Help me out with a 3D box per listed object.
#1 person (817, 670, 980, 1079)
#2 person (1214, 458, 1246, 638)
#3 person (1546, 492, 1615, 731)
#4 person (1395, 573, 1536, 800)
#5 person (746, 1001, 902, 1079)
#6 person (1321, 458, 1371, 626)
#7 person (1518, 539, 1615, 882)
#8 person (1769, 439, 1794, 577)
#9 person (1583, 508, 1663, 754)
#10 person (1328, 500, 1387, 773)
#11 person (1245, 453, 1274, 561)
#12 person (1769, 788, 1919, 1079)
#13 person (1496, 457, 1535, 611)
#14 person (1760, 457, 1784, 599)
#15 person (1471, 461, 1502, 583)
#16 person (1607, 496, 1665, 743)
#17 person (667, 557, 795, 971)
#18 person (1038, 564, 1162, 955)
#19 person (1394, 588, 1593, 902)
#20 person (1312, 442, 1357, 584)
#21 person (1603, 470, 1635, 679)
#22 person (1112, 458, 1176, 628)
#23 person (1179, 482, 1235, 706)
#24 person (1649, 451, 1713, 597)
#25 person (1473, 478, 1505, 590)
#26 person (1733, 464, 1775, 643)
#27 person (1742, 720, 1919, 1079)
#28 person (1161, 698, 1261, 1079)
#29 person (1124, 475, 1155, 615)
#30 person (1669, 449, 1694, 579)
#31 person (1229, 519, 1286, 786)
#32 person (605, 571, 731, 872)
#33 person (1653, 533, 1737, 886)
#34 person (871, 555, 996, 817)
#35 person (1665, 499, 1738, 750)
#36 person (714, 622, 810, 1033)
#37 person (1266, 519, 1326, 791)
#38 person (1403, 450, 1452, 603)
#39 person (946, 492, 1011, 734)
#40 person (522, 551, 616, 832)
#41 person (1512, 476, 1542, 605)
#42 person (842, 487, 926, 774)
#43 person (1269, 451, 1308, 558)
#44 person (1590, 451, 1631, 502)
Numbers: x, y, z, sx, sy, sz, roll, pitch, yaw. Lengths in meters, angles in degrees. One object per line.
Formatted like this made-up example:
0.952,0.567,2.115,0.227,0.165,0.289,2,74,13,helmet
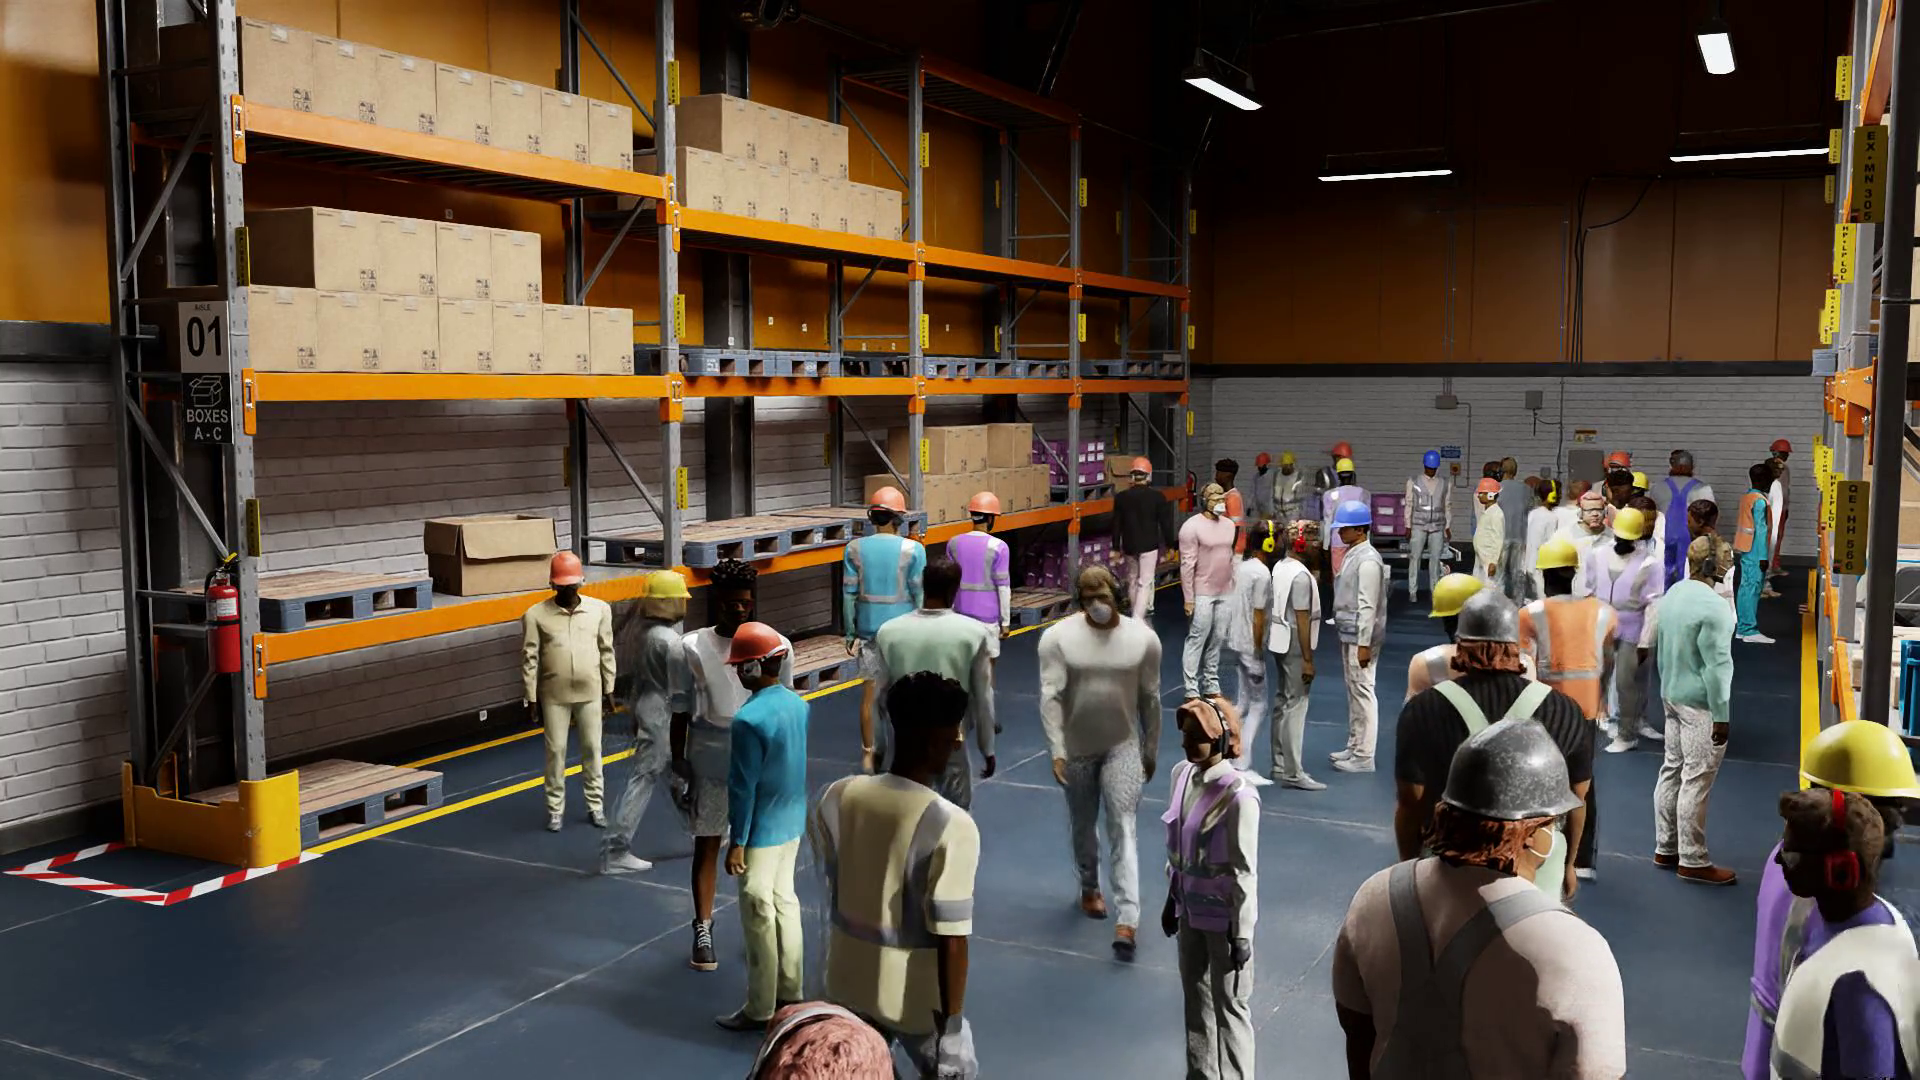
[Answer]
-0.152,1.335,5.040,0.610,1.905,0.986,3,6,33,person
2.928,0.090,18.101,0.371,1.966,0.608,1,5,6,person
4.995,0.572,13.233,0.636,1.910,0.406,0,5,4,person
2.321,1.095,7.648,0.614,1.899,0.532,0,5,-5,person
-0.198,1.593,2.342,0.648,1.895,0.401,-3,6,-31,person
4.399,0.029,19.010,0.589,1.919,0.392,-1,5,-12,person
3.386,0.940,9.410,0.608,1.892,0.790,0,5,-1,person
11.745,-0.460,23.941,0.618,1.986,0.407,-3,6,-28,person
4.762,0.690,12.201,0.898,1.860,0.670,-5,7,-44,person
2.833,0.683,11.881,0.420,1.939,0.608,0,5,2,person
4.691,-0.504,25.853,0.765,1.694,0.653,-3,6,-26,person
2.174,1.486,3.935,0.816,1.814,0.570,3,6,26,person
6.259,0.015,19.060,0.630,1.940,0.370,-2,6,-16,person
10.399,-0.152,21.417,0.505,1.838,0.348,-4,6,-34,person
6.491,-0.053,20.381,0.431,1.835,0.622,4,6,34,person
5.206,0.611,12.844,0.598,1.907,0.409,-3,6,-30,person
-1.070,1.051,7.840,0.611,1.958,0.368,-1,5,-14,person
0.700,1.054,8.273,0.621,1.878,1.048,0,5,2,person
1.952,1.163,6.160,0.699,2.000,0.703,1,5,12,person
5.028,-0.330,22.527,0.628,2.005,0.759,-1,5,-10,person
6.178,0.318,15.653,0.367,1.966,0.606,5,7,43,person
2.024,0.082,18.243,0.631,1.957,0.809,3,6,32,person
2.114,0.474,14.121,0.636,1.937,0.354,-5,7,-41,person
8.376,-0.061,19.338,0.687,2.000,1.019,3,6,29,person
5.730,0.198,18.075,0.330,1.750,0.573,0,5,5,person
8.523,0.138,17.842,0.392,1.919,0.593,1,5,10,person
2.213,1.405,4.236,0.391,1.918,0.591,1,6,16,person
0.916,1.378,6.040,0.315,1.635,0.518,-2,6,-22,person
2.151,0.026,19.925,0.341,1.750,0.565,-1,5,-10,person
10.216,-0.366,23.653,0.351,1.846,0.507,-1,5,-8,person
1.967,0.775,11.467,0.539,1.839,0.522,-1,5,-7,person
-1.629,1.022,9.481,0.906,1.689,0.510,-3,6,-29,person
4.096,0.926,9.254,0.352,1.937,0.635,0,5,-2,person
-0.156,1.027,8.394,0.669,1.896,0.495,1,5,14,person
5.574,0.649,12.416,0.399,1.906,0.603,5,7,43,person
-0.855,1.219,7.173,0.354,1.738,0.574,2,6,20,person
2.277,0.775,11.365,0.381,1.845,0.570,-1,5,-6,person
5.909,-0.166,20.998,0.601,1.940,0.396,0,5,1,person
0.161,0.581,13.072,0.549,1.924,0.387,3,6,28,person
-2.406,0.930,10.276,0.574,1.740,0.348,-2,6,-24,person
7.097,0.006,20.851,0.305,1.621,0.505,2,6,20,person
-0.516,0.641,11.780,0.614,2.039,0.394,1,5,12,person
4.895,-0.432,24.605,0.589,1.803,0.740,4,7,37,person
7.684,-0.047,19.503,0.408,1.984,0.615,-5,7,-44,person
